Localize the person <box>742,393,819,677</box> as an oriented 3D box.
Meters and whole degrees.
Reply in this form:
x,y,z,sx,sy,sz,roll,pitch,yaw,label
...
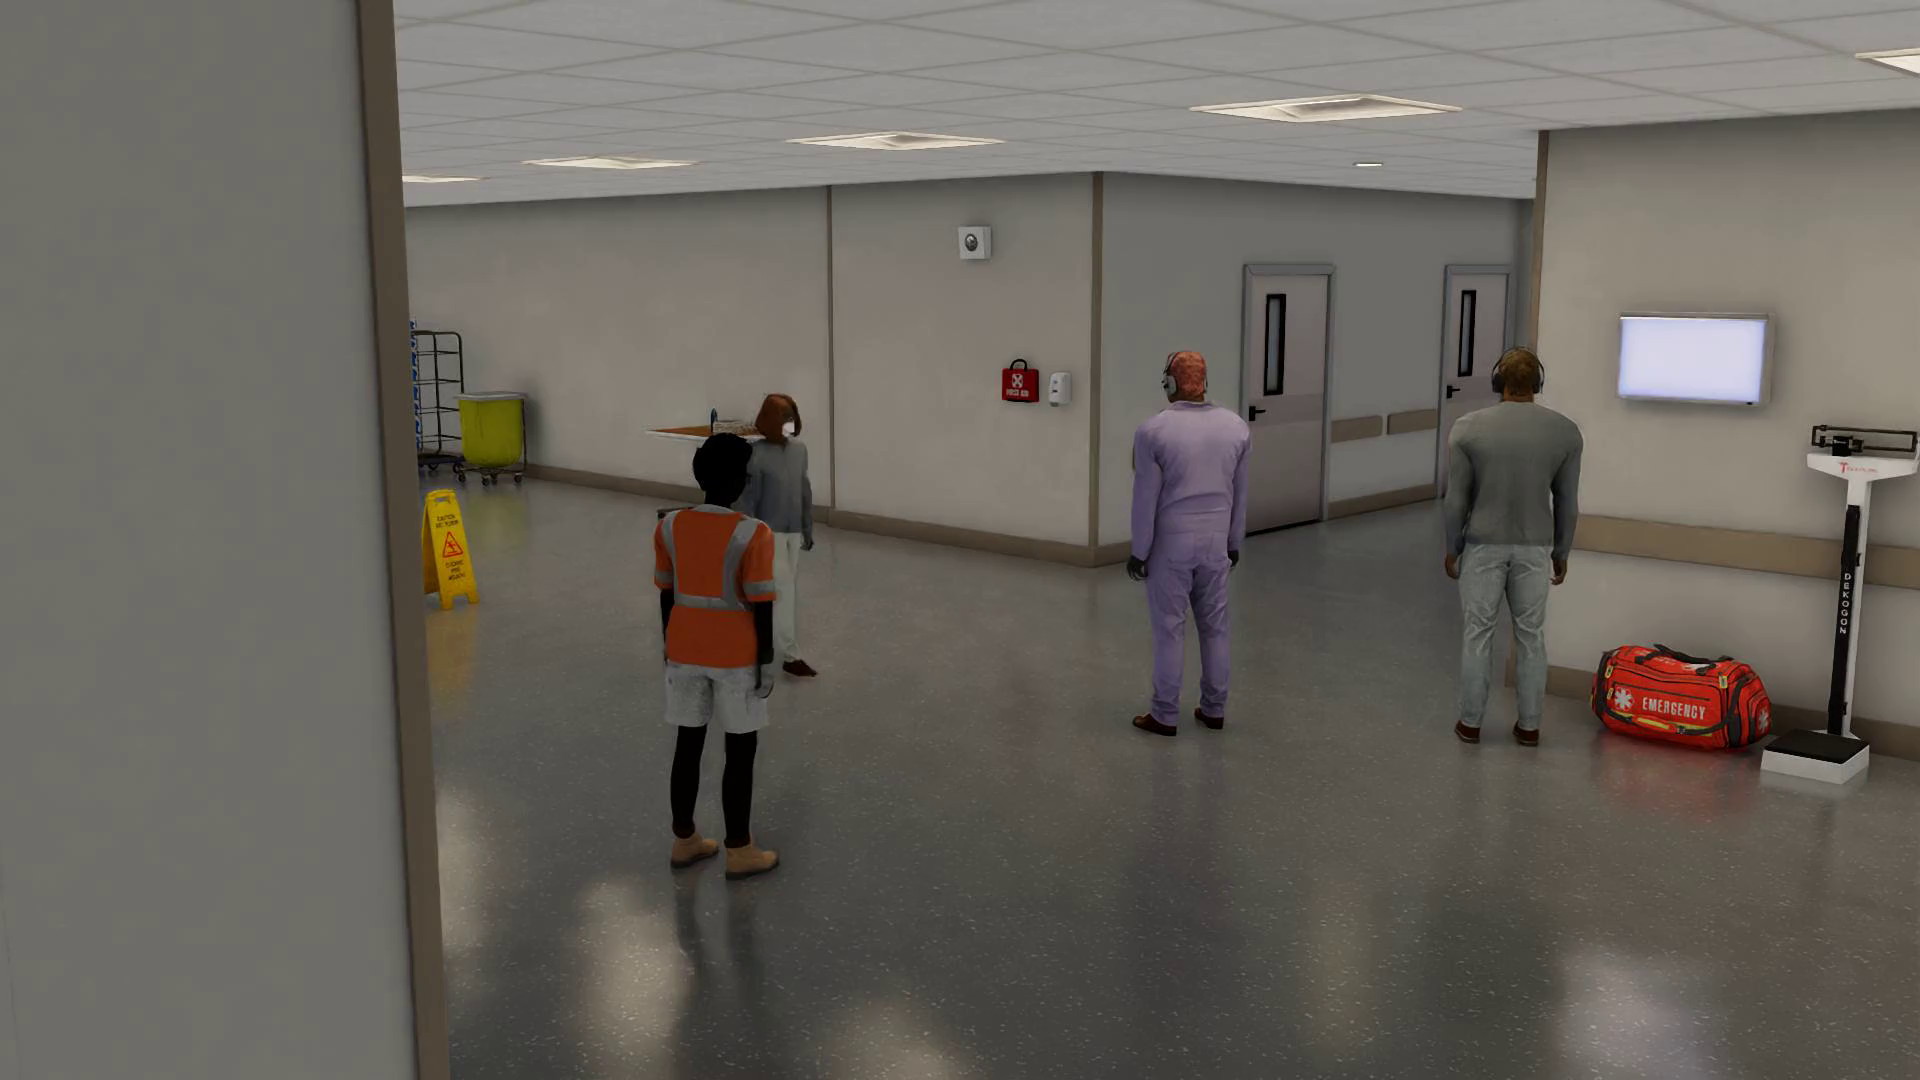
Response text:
x,y,z,sx,sy,sz,roll,pitch,yaw,label
-1.091,-0.047,9.547,0.741,1.610,0.505,7,11,36,person

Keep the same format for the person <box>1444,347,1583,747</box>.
x,y,z,sx,sy,sz,roll,pitch,yaw,label
2.647,0.040,8.027,0.623,1.932,0.367,1,9,6,person

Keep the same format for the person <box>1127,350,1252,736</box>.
x,y,z,sx,sy,sz,roll,pitch,yaw,label
1.108,0.018,8.232,0.639,1.904,0.410,-4,10,-23,person

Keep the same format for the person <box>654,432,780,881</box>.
x,y,z,sx,sy,sz,roll,pitch,yaw,label
-0.931,0.436,6.307,0.582,1.689,0.320,5,10,27,person
